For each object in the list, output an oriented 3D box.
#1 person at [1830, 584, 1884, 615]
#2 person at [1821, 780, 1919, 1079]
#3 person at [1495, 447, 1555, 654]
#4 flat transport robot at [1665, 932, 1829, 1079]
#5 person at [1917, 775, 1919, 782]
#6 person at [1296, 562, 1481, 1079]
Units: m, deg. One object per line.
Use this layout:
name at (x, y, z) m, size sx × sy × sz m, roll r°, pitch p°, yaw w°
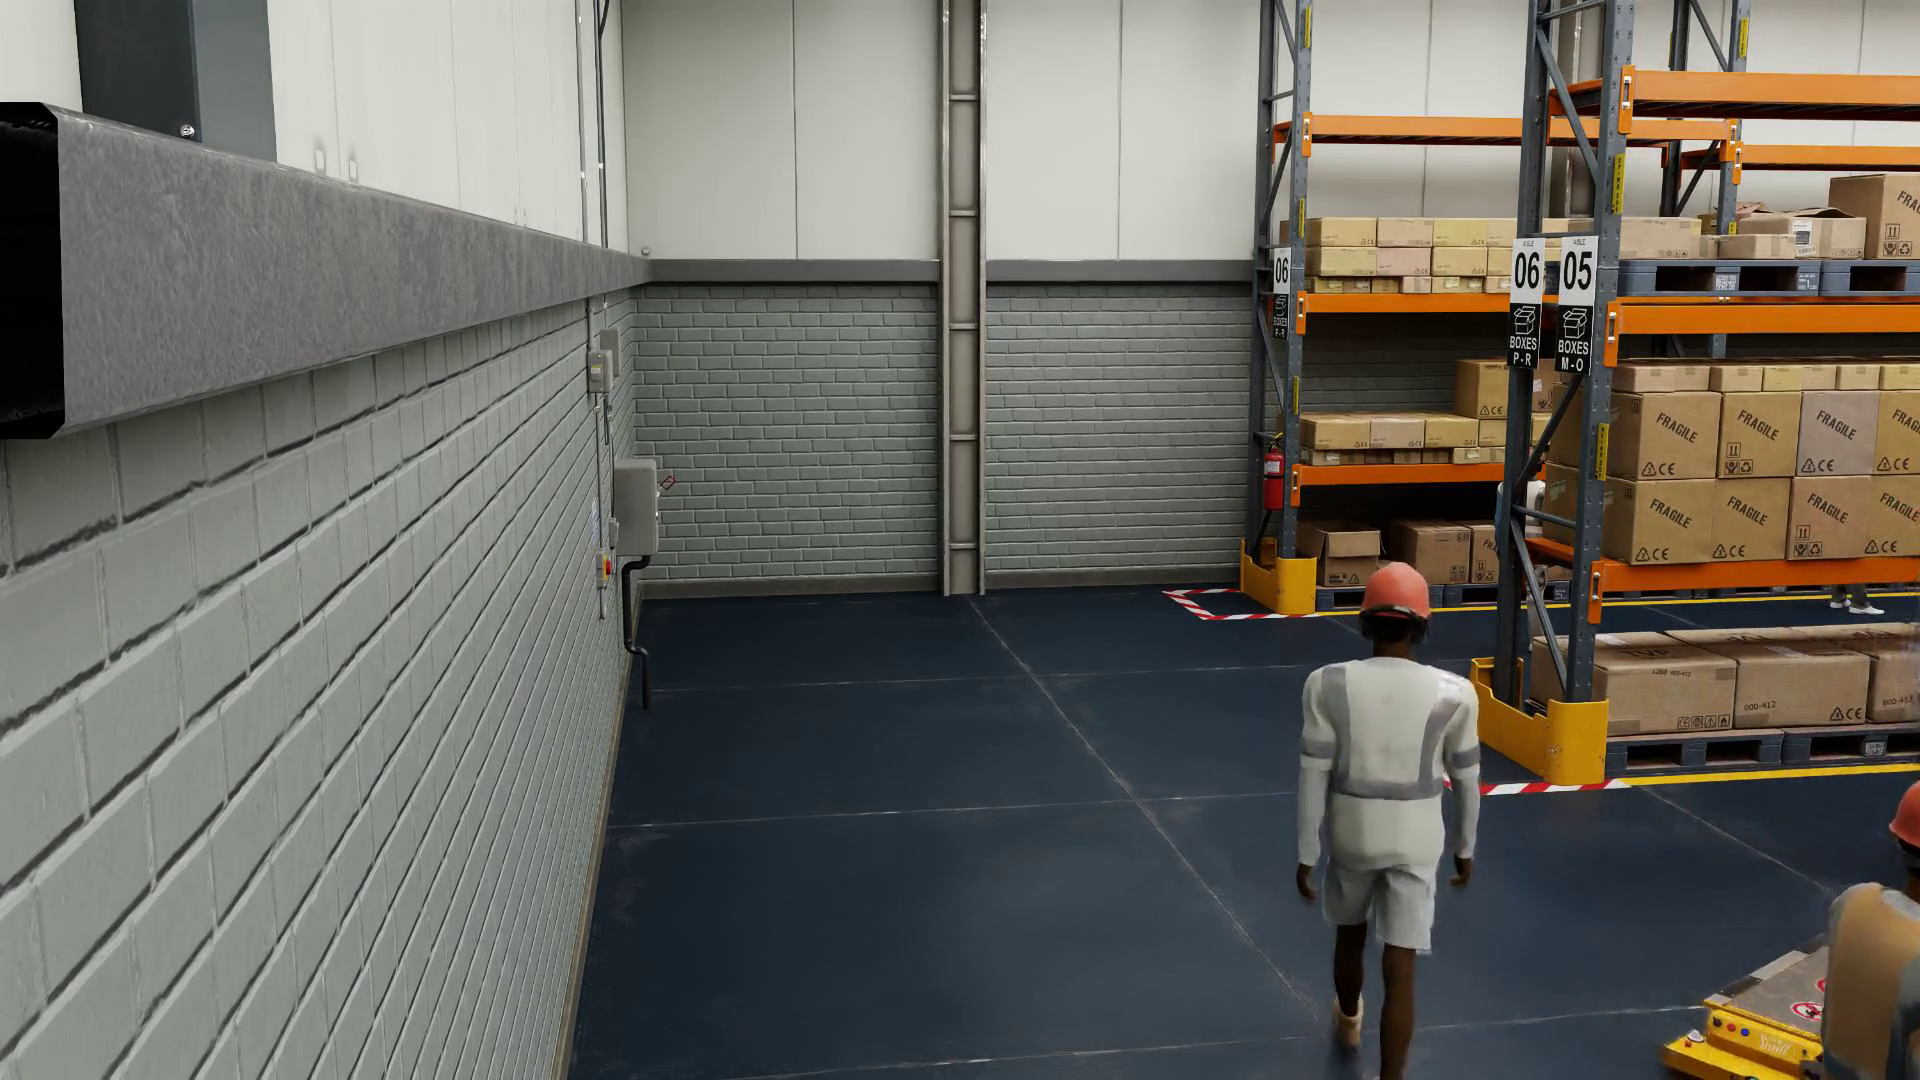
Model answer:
person at (8.000, -0.296, 14.700) m, size 0.394 × 1.919 × 0.588 m, roll -1°, pitch 9°, yaw -9°
person at (2.328, 1.457, 3.976) m, size 0.987 × 1.885 × 0.552 m, roll -1°, pitch 9°, yaw -6°
person at (4.496, 0.083, 13.220) m, size 0.511 × 1.641 × 0.308 m, roll 8°, pitch 12°, yaw 40°
flat transport robot at (3.415, 1.861, 6.459) m, size 1.431 × 0.197 × 0.652 m, roll -7°, pitch 12°, yaw -39°
person at (5.169, 0.729, 8.404) m, size 0.652 × 1.916 × 0.545 m, roll -1°, pitch 9°, yaw -8°
person at (1.556, 1.069, 6.058) m, size 0.633 × 1.985 × 1.033 m, roll 3°, pitch 10°, yaw 15°
